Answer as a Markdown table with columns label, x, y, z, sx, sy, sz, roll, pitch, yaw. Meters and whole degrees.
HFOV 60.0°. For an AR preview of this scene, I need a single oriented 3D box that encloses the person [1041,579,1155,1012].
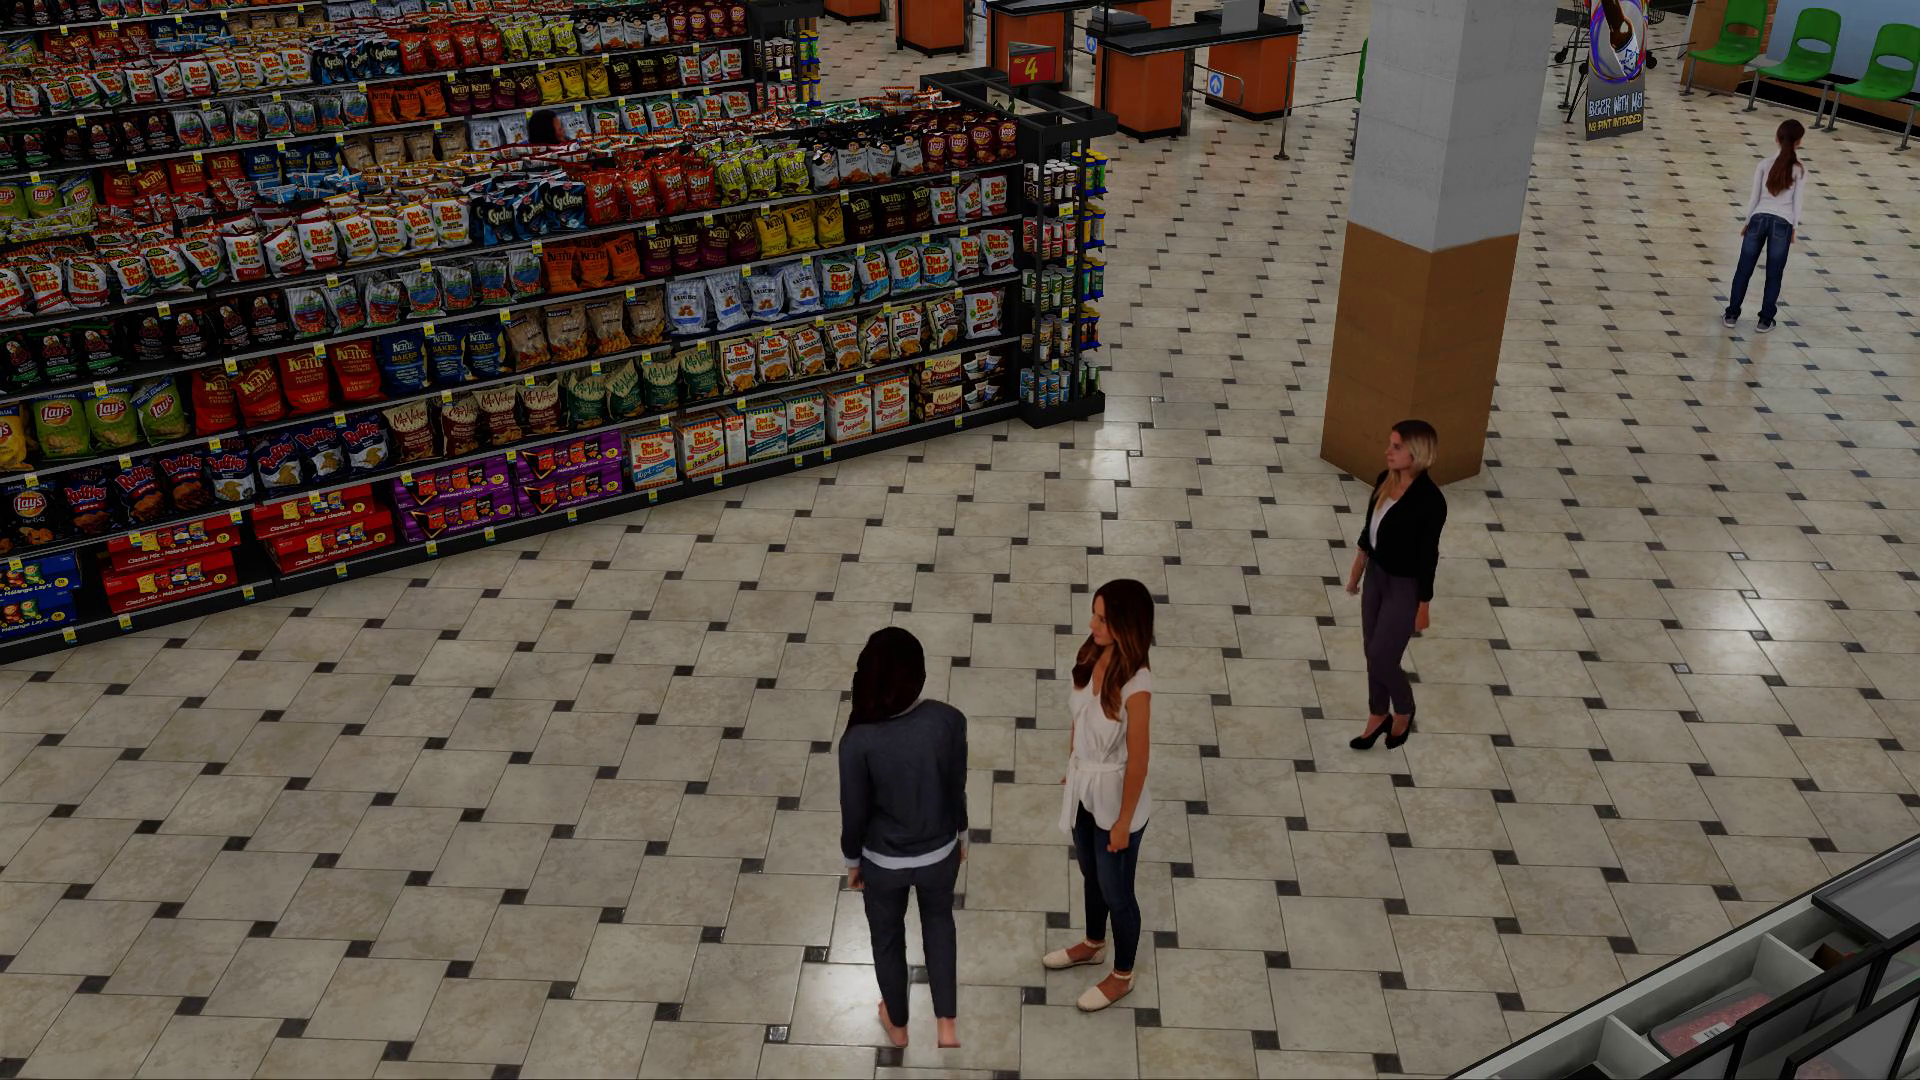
| label | x | y | z | sx | sy | sz | roll | pitch | yaw |
| --- | --- | --- | --- | --- | --- | --- | --- | --- | --- |
| person | 0.547 | 0.927 | 6.042 | 0.546 | 1.785 | 0.598 | -12 | 31 | -21 |

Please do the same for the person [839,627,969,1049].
| label | x | y | z | sx | sy | sz | roll | pitch | yaw |
| --- | --- | --- | --- | --- | --- | --- | --- | --- | --- |
| person | -0.147 | 1.118 | 5.720 | 0.761 | 1.758 | 0.765 | -8 | 30 | -14 |

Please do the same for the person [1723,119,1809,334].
| label | x | y | z | sx | sy | sz | roll | pitch | yaw |
| --- | --- | --- | --- | --- | --- | --- | --- | --- | --- |
| person | 5.928 | -2.298 | 12.185 | 0.619 | 1.560 | 0.648 | 17 | 33 | 28 |

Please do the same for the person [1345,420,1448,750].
| label | x | y | z | sx | sy | sz | roll | pitch | yaw |
| --- | --- | --- | --- | --- | --- | --- | --- | --- | --- |
| person | 2.012 | 0.230 | 7.445 | 0.618 | 1.664 | 0.657 | -10 | 30 | -18 |
